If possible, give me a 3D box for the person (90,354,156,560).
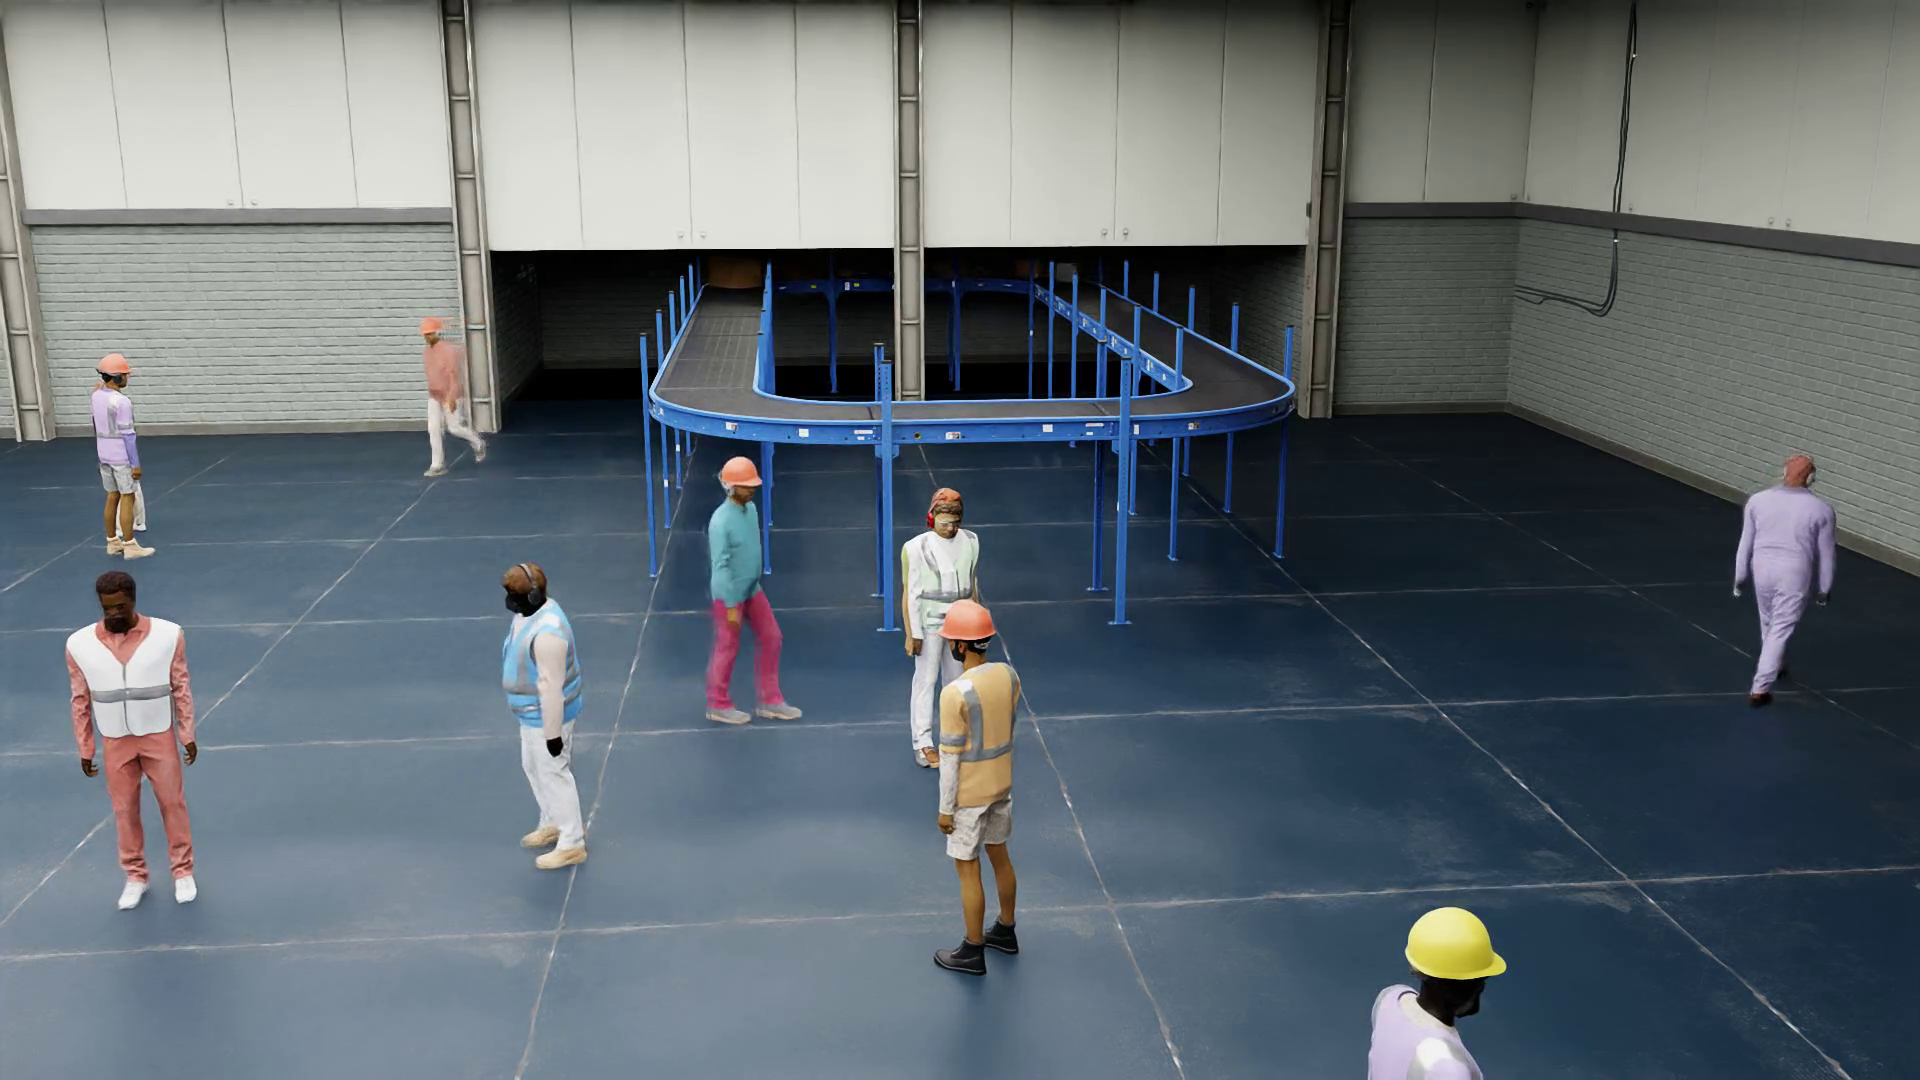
[{"bbox_3d":[-8.308,-0.826,16.490,0.603,2.034,0.417,9,17,33],"label":"person"}]

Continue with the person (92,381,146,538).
[{"bbox_3d":[-8.773,-0.841,17.329,0.315,1.641,0.515,4,15,16],"label":"person"}]

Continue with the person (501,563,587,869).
[{"bbox_3d":[-2.406,1.001,9.592,0.431,1.823,0.640,-6,15,-23],"label":"person"}]

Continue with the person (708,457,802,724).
[{"bbox_3d":[-1.466,0.381,11.787,0.802,1.960,0.654,5,15,20],"label":"person"}]

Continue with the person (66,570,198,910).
[{"bbox_3d":[-4.511,1.077,9.124,0.598,1.908,0.402,-5,15,-19],"label":"person"}]

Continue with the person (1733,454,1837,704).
[{"bbox_3d":[6.182,0.275,12.465,1.012,1.851,0.651,-13,19,-41],"label":"person"}]

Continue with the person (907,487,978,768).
[{"bbox_3d":[-0.098,0.578,11.164,0.572,1.883,0.353,-11,17,-36],"label":"person"}]

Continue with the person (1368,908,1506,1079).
[{"bbox_3d":[1.457,2.044,5.205,0.370,1.929,0.585,-2,14,-7],"label":"person"}]

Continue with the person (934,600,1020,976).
[{"bbox_3d":[0.063,1.241,8.431,0.399,1.928,0.542,11,18,37],"label":"person"}]

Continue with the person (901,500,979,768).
[{"bbox_3d":[-0.128,0.595,11.183,0.564,1.839,0.390,-7,16,-27],"label":"person"}]

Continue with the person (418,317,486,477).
[{"bbox_3d":[-6.296,-1.787,20.471,0.610,1.963,0.801,7,16,27],"label":"person"}]
